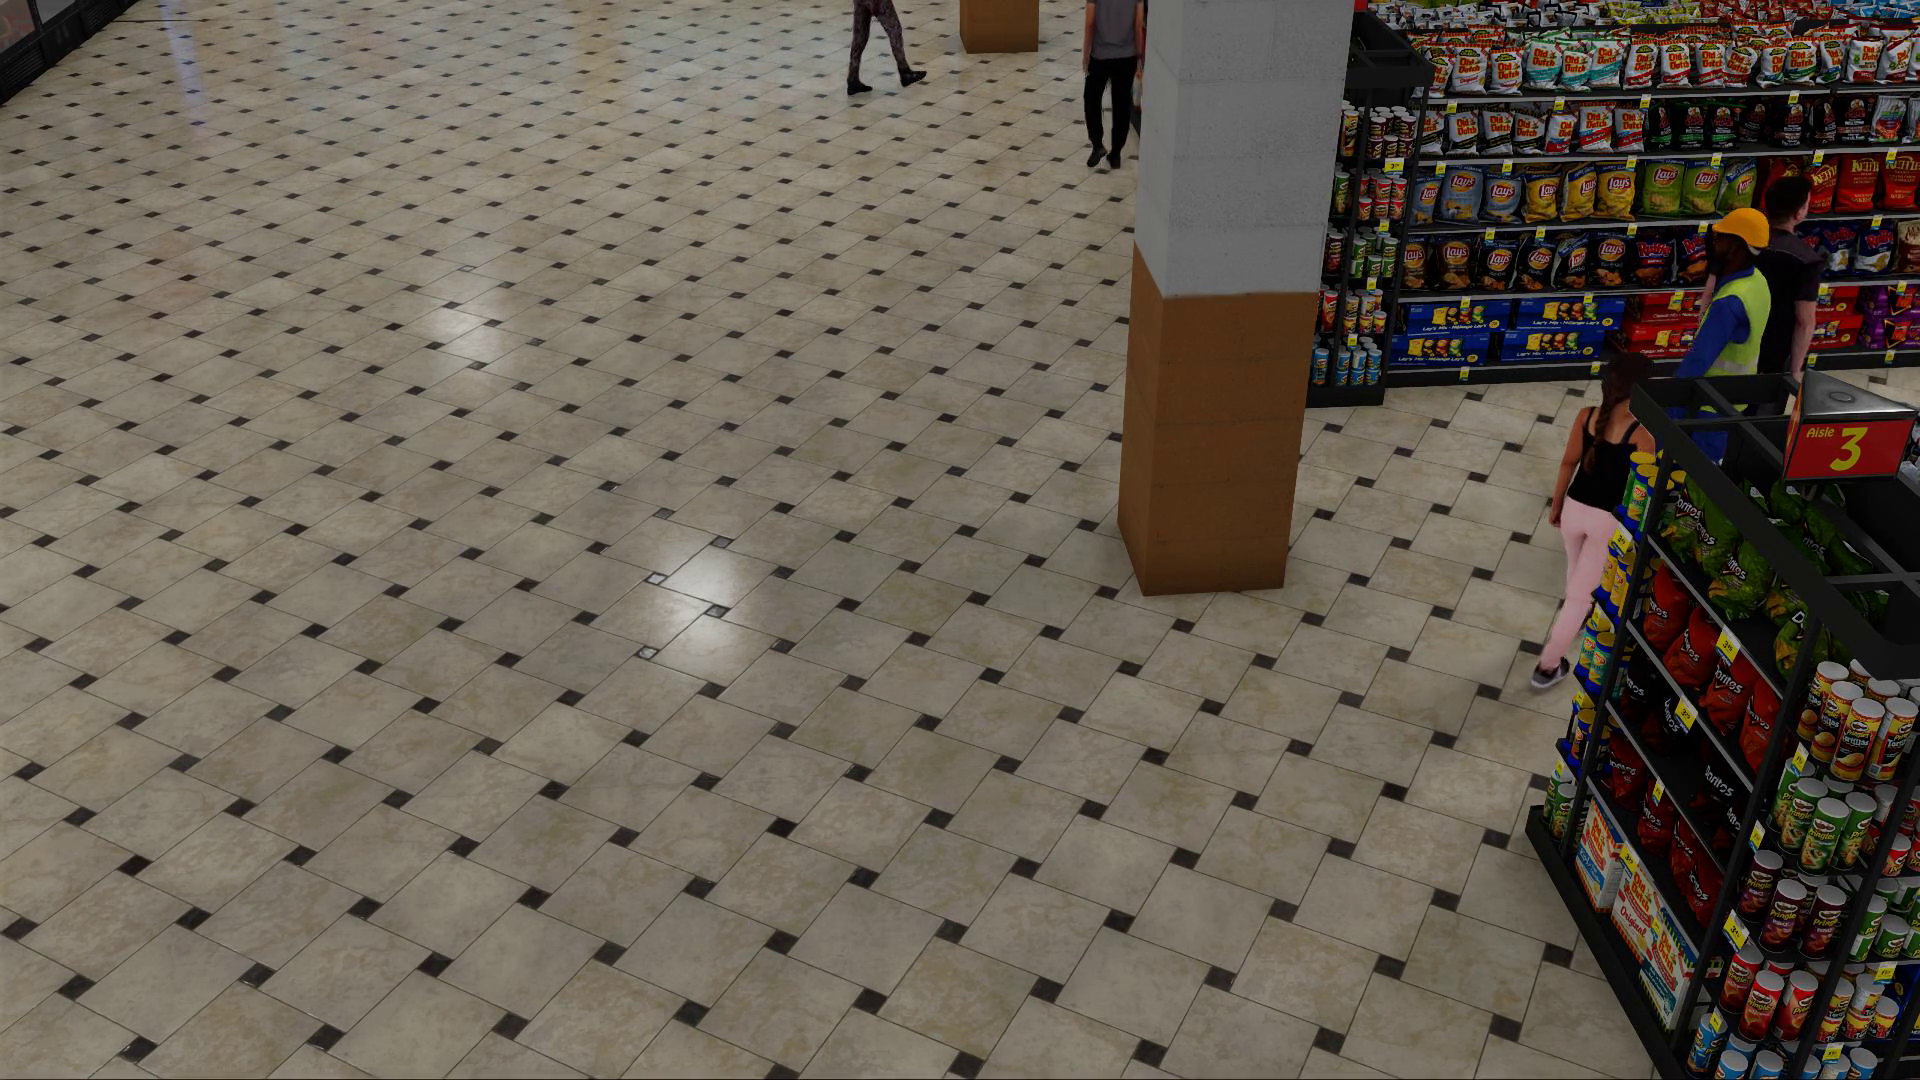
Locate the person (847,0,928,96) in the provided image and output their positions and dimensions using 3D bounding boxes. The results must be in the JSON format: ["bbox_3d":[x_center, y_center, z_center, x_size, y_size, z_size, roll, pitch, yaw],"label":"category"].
[{"bbox_3d":[-0.854,-4.697,14.429,1.084,1.685,0.875,-17,36,-25],"label":"person"}]

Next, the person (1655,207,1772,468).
[{"bbox_3d":[3.632,-0.662,7.843,0.883,1.793,0.820,14,34,21],"label":"person"}]

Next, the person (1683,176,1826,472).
[{"bbox_3d":[3.852,-0.899,8.175,0.793,1.845,0.807,-21,38,-30],"label":"person"}]

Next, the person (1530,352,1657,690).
[{"bbox_3d":[2.677,-0.043,7.103,1.041,1.523,0.893,-25,40,-34],"label":"person"}]

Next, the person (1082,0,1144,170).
[{"bbox_3d":[1.184,-3.679,12.736,0.660,1.746,0.684,-2,32,-3],"label":"person"}]
